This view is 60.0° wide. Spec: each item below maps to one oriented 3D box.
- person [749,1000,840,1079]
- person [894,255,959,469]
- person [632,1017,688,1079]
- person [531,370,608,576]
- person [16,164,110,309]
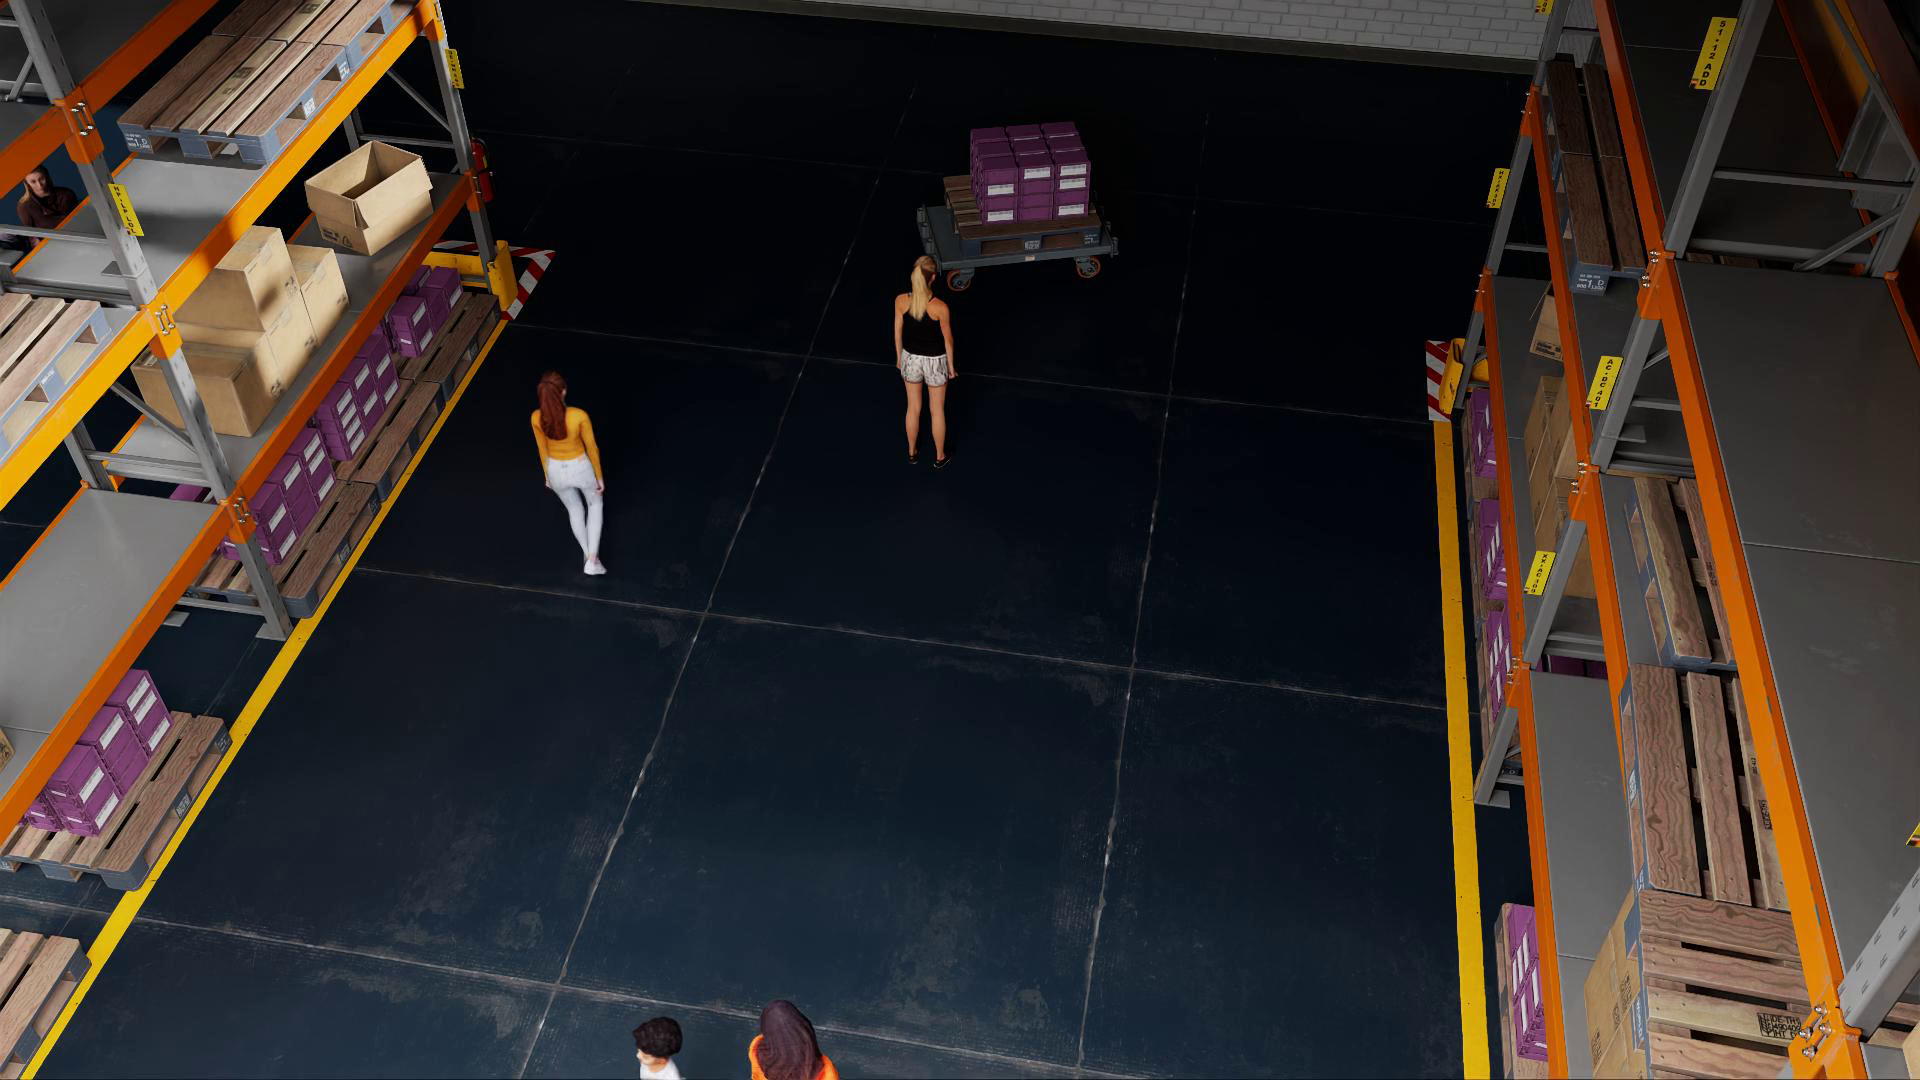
[{"bbox_3d":[-0.798,2.855,7.967,0.925,1.691,1.198,24,49,23],"label":"person"},{"bbox_3d":[-0.260,-1.319,12.236,0.645,1.845,0.554,12,45,13],"label":"person"},{"bbox_3d":[-1.454,2.780,8.357,0.633,1.261,0.567,-23,48,-22],"label":"person"},{"bbox_3d":[-2.657,-0.384,11.332,0.687,1.739,0.847,-2,44,-3],"label":"person"},{"bbox_3d":[-7.169,-2.293,13.361,0.655,1.703,0.734,-30,51,-27],"label":"person"}]
